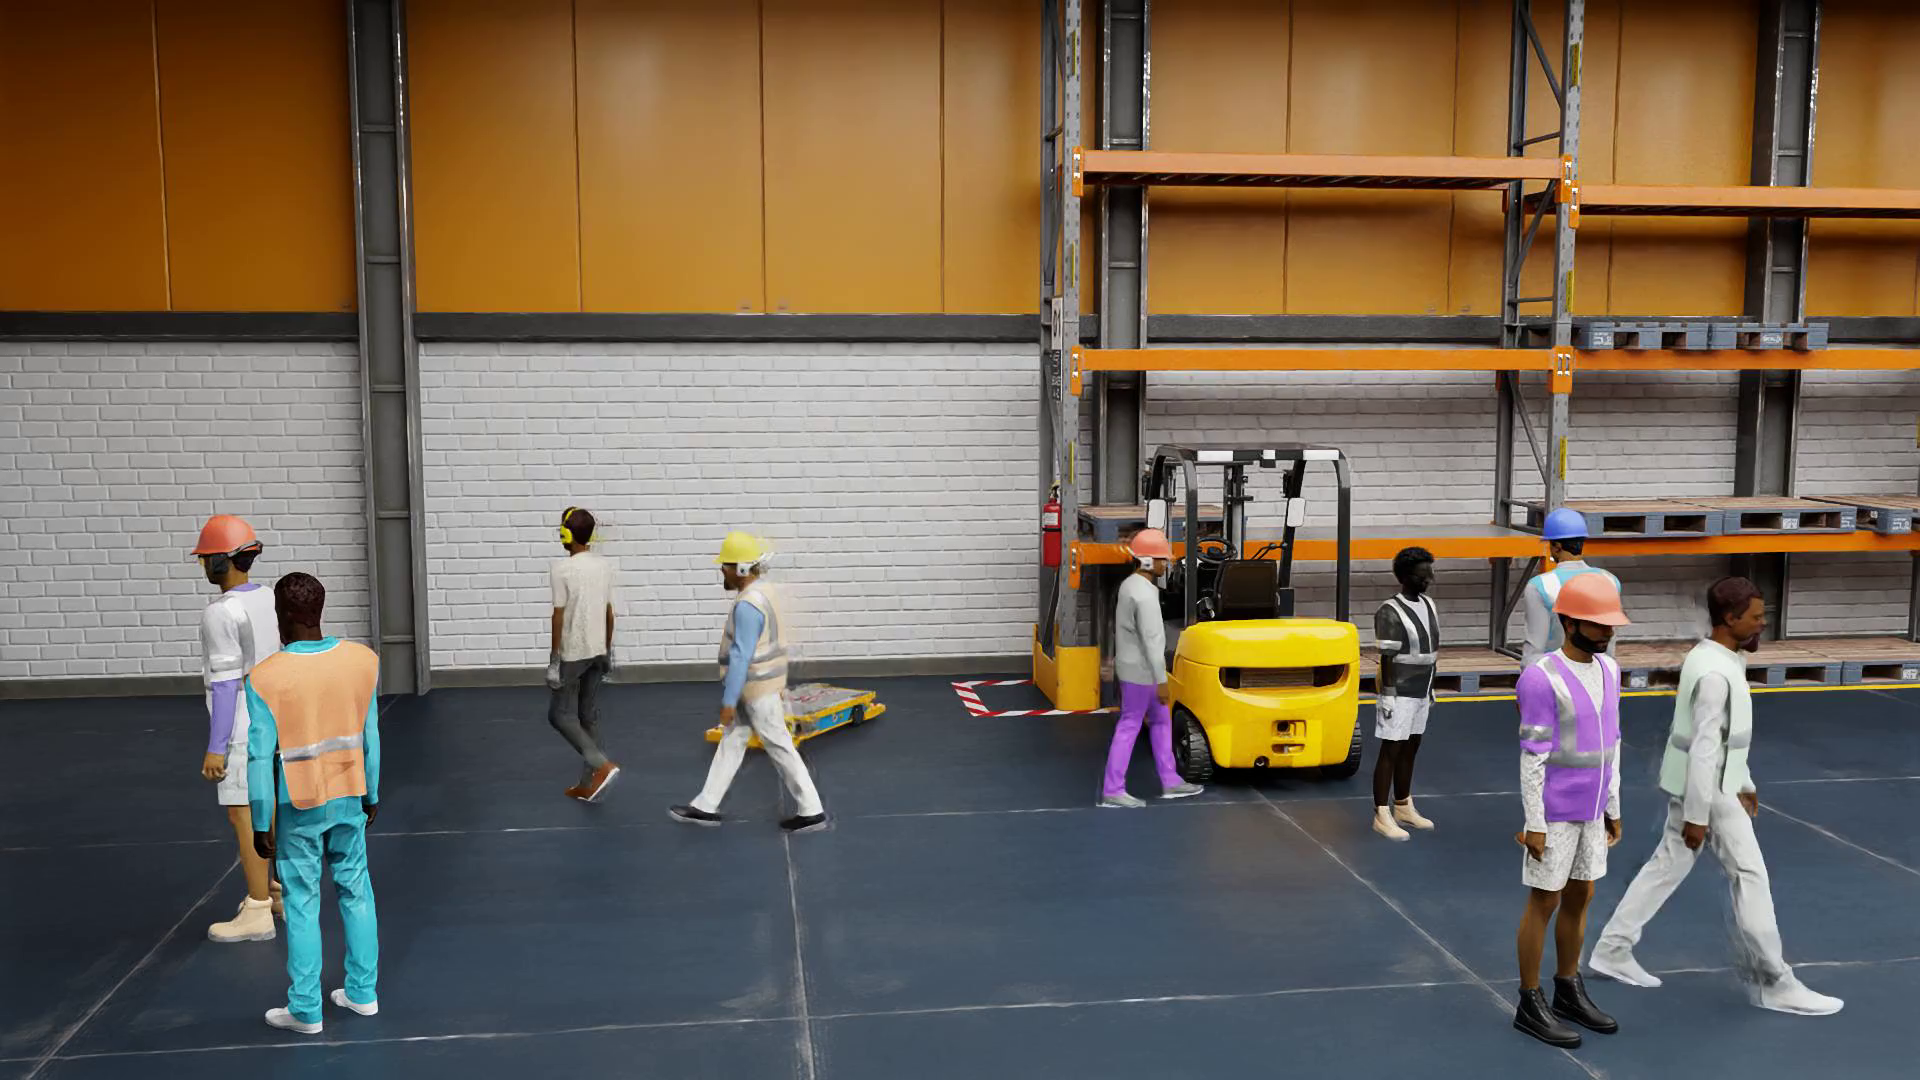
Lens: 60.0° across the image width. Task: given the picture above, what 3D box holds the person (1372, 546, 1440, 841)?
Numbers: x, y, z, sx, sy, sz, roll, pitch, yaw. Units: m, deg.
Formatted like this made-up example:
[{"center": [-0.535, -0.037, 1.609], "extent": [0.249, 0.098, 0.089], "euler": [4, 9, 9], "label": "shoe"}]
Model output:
[{"center": [2.592, 0.876, 9.640], "extent": [0.316, 1.696, 0.541], "euler": [6, 9, 44], "label": "person"}]

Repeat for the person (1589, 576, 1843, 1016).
[{"center": [3.247, 1.076, 7.182], "extent": [1.004, 1.874, 0.610], "euler": [2, 7, 21], "label": "person"}]

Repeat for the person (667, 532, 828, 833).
[{"center": [-1.218, 0.835, 9.668], "extent": [0.966, 1.775, 0.611], "euler": [0, 7, -1], "label": "person"}]

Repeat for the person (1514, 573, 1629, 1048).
[{"center": [2.511, 1.087, 6.783], "extent": [0.543, 1.931, 0.387], "euler": [-4, 8, -32], "label": "person"}]

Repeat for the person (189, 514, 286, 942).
[{"center": [-3.461, 0.895, 7.978], "extent": [0.393, 2.041, 0.614], "euler": [0, 7, 4], "label": "person"}]

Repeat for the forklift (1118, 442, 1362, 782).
[{"center": [1.912, 0.418, 11.496], "extent": [1.214, 2.155, 2.313], "euler": [-1, 7, -8], "label": "forklift"}]

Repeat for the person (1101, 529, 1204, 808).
[{"center": [1.219, 0.795, 10.236], "extent": [0.776, 1.719, 0.593], "euler": [0, 7, -2], "label": "person"}]

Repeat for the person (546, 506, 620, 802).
[{"center": [-2.319, 0.724, 10.275], "extent": [0.465, 1.857, 0.537], "euler": [4, 8, 33], "label": "person"}]

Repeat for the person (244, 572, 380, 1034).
[{"center": [-2.666, 1.085, 6.905], "extent": [0.397, 1.911, 0.587], "euler": [5, 8, 37], "label": "person"}]

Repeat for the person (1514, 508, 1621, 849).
[{"center": [3.386, 0.792, 9.302], "extent": [0.603, 1.945, 0.390], "euler": [-2, 7, -20], "label": "person"}]

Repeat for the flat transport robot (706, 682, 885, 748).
[{"center": [-1.189, 1.282, 12.269], "extent": [0.652, 0.197, 1.431], "euler": [3, 7, 27], "label": "flat transport robot"}]
